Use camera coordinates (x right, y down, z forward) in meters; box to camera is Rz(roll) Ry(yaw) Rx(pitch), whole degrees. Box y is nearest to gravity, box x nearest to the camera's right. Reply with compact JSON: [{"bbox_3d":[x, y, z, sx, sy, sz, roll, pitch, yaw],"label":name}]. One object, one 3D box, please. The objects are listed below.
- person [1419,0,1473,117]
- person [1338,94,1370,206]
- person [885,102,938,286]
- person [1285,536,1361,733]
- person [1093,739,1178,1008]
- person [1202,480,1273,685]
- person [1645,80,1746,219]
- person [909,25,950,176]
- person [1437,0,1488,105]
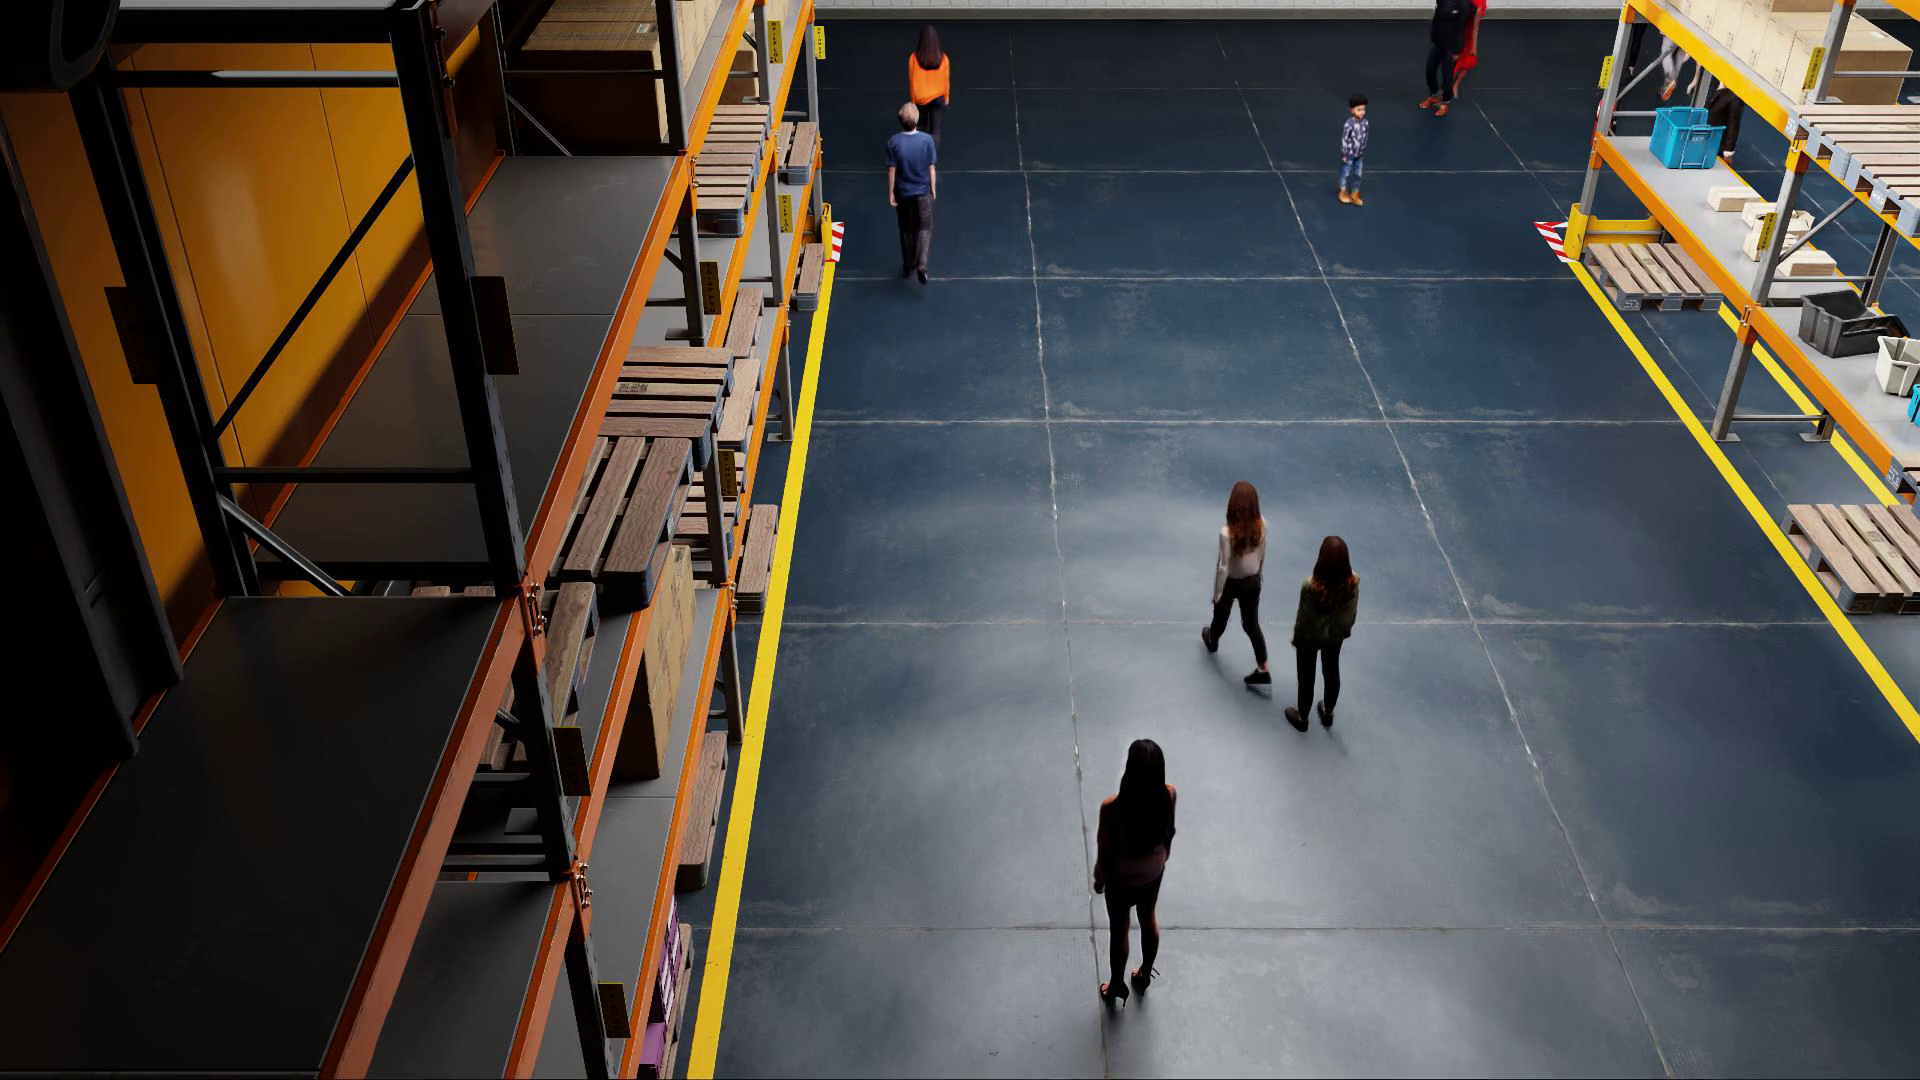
[{"bbox_3d":[6.140,-6.217,20.876,0.905,1.784,0.805,-14,36,-20],"label":"person"},{"bbox_3d":[4.370,-4.381,18.607,0.587,1.238,0.657,-10,35,-14],"label":"person"},{"bbox_3d":[-0.458,-3.414,16.596,0.648,1.854,0.948,-1,34,-1],"label":"person"},{"bbox_3d":[2.371,0.610,10.884,0.635,1.475,0.579,-9,35,-13],"label":"person"},{"bbox_3d":[0.931,1.777,8.824,0.690,1.812,0.671,-14,36,-20],"label":"person"},{"bbox_3d":[1.957,0.337,11.315,0.843,1.453,1.086,-15,37,-22],"label":"person"},{"bbox_3d":[8.181,-4.242,17.834,0.803,1.863,1.178,3,34,4],"label":"person"},{"bbox_3d":[-0.336,-4.991,19.108,0.699,1.699,1.113,-3,34,-5],"label":"person"},{"bbox_3d":[6.381,-6.386,21.200,0.797,1.707,0.765,7,34,10],"label":"person"}]
